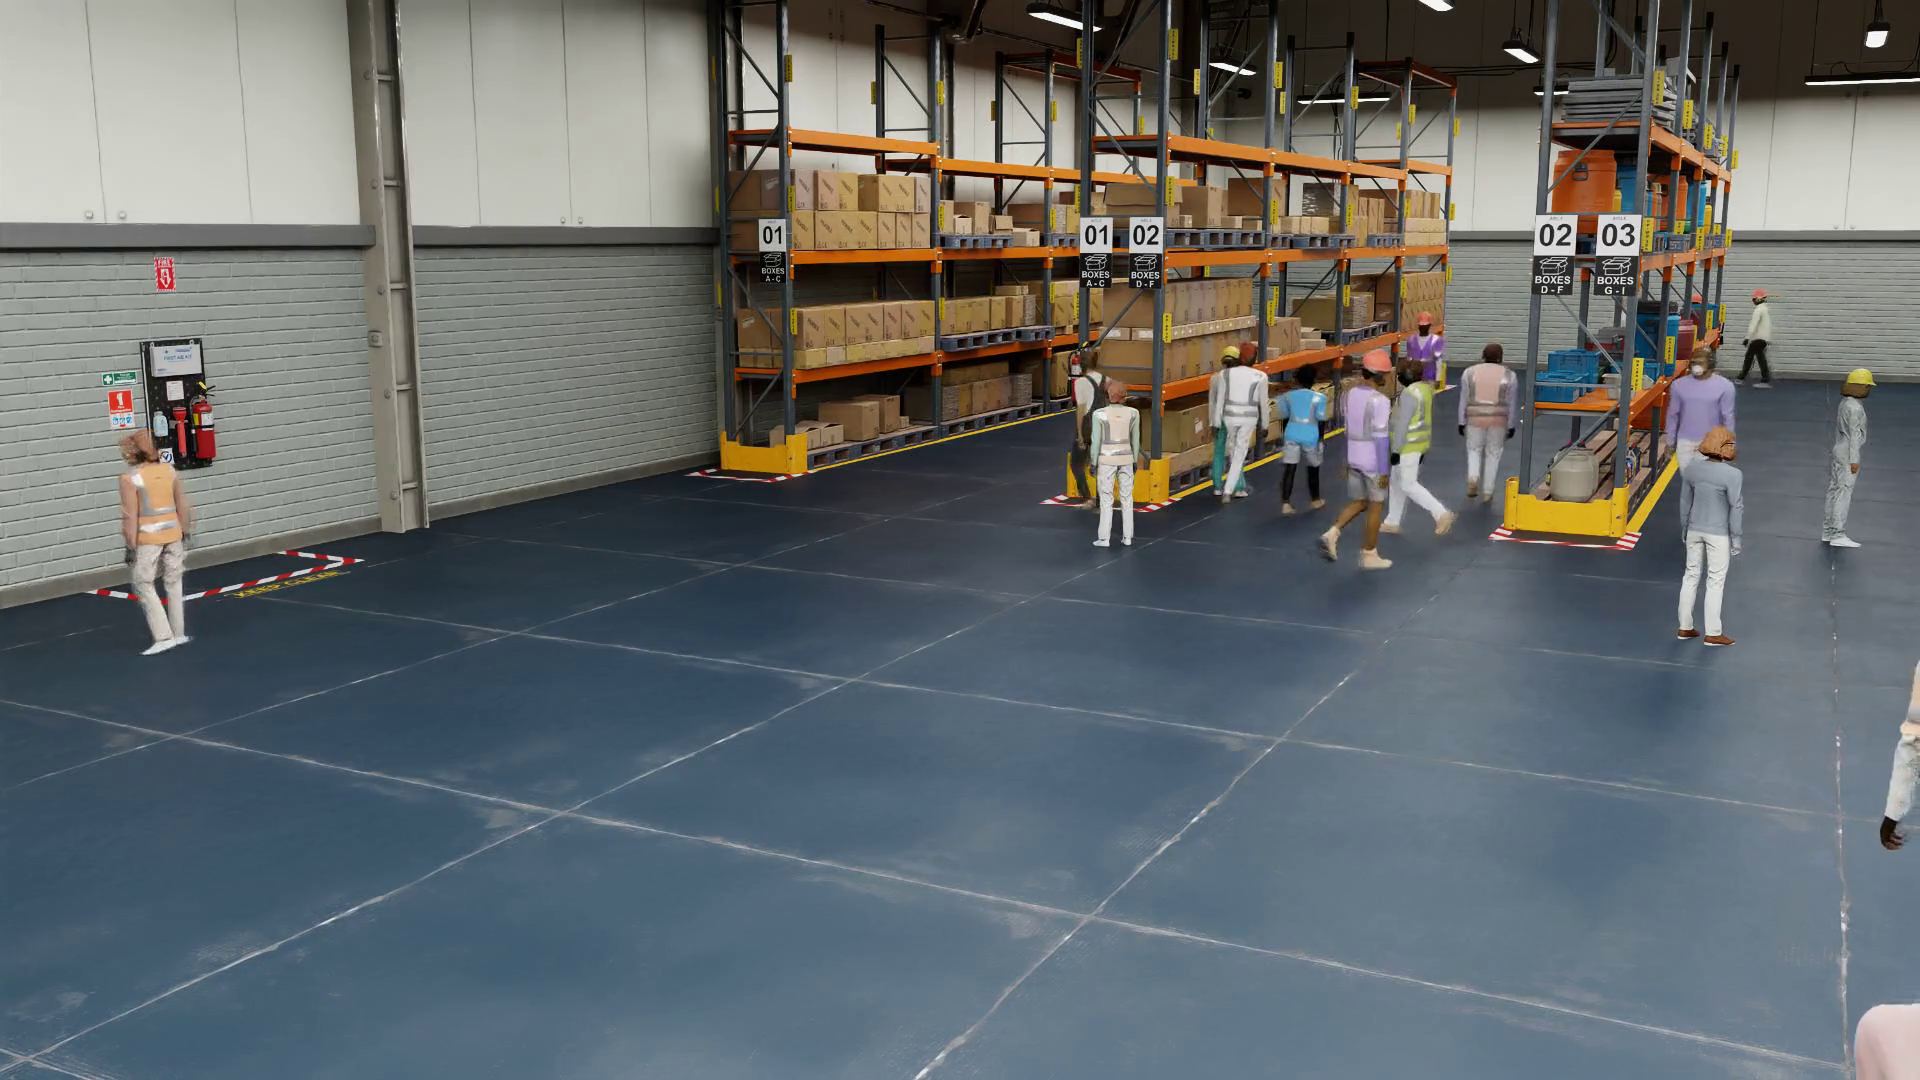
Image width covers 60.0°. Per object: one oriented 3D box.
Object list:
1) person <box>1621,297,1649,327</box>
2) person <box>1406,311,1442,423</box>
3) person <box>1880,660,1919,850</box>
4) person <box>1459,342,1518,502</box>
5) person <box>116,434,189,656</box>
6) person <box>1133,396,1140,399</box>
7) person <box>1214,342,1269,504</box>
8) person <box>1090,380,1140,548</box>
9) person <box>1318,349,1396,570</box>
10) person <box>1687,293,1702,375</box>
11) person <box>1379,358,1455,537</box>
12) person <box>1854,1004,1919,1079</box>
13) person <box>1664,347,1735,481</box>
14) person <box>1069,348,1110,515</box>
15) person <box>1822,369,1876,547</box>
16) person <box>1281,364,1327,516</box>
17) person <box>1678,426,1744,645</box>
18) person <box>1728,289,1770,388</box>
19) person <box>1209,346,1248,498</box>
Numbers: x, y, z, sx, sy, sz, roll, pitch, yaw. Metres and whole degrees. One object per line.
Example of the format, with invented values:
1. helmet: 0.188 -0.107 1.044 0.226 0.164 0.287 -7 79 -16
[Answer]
1. person: 12.769 -3.697 31.669 0.999 1.890 0.682 -7 12 -33
2. person: 7.034 -2.520 25.226 0.554 1.904 0.956 5 12 26
3. person: 3.793 0.992 6.160 1.020 1.876 0.601 -7 13 -34
4. person: 6.033 -1.343 18.994 0.648 1.824 0.452 4 11 23
5. person: -5.854 0.022 12.155 0.319 1.618 0.607 5 11 25
6. person: 3.015 -2.809 27.181 0.541 1.761 0.333 6 12 29
7. person: 3.209 -1.336 18.956 0.586 1.833 1.017 5 12 27
8. person: 1.508 -0.733 16.187 0.518 1.638 0.307 -3 11 -18
9. person: 3.627 -0.710 15.006 0.635 2.022 0.622 -4 11 -21
10. person: 13.979 -3.720 31.668 0.376 1.937 0.552 4 11 19
11. person: 4.595 -0.926 16.765 0.796 1.816 0.631 5 12 26
12. person: 2.029 1.560 3.393 0.537 1.744 0.703 10 14 44
13. person: 7.406 -0.975 16.731 0.635 1.919 0.448 9 14 41
14. person: 1.422 -1.166 18.045 0.504 1.828 0.493 -6 12 -30
15. person: 8.738 -0.811 16.325 0.323 1.741 0.491 3 11 13
16. person: 3.748 -1.094 18.118 0.544 1.647 0.861 7 12 33
17. person: 5.591 -0.034 12.385 0.270 1.632 0.508 -5 12 -27
18. person: 15.860 -4.043 33.337 0.927 1.953 0.632 7 13 35
19. person: 3.136 -1.366 19.309 0.526 1.765 0.338 6 12 31
